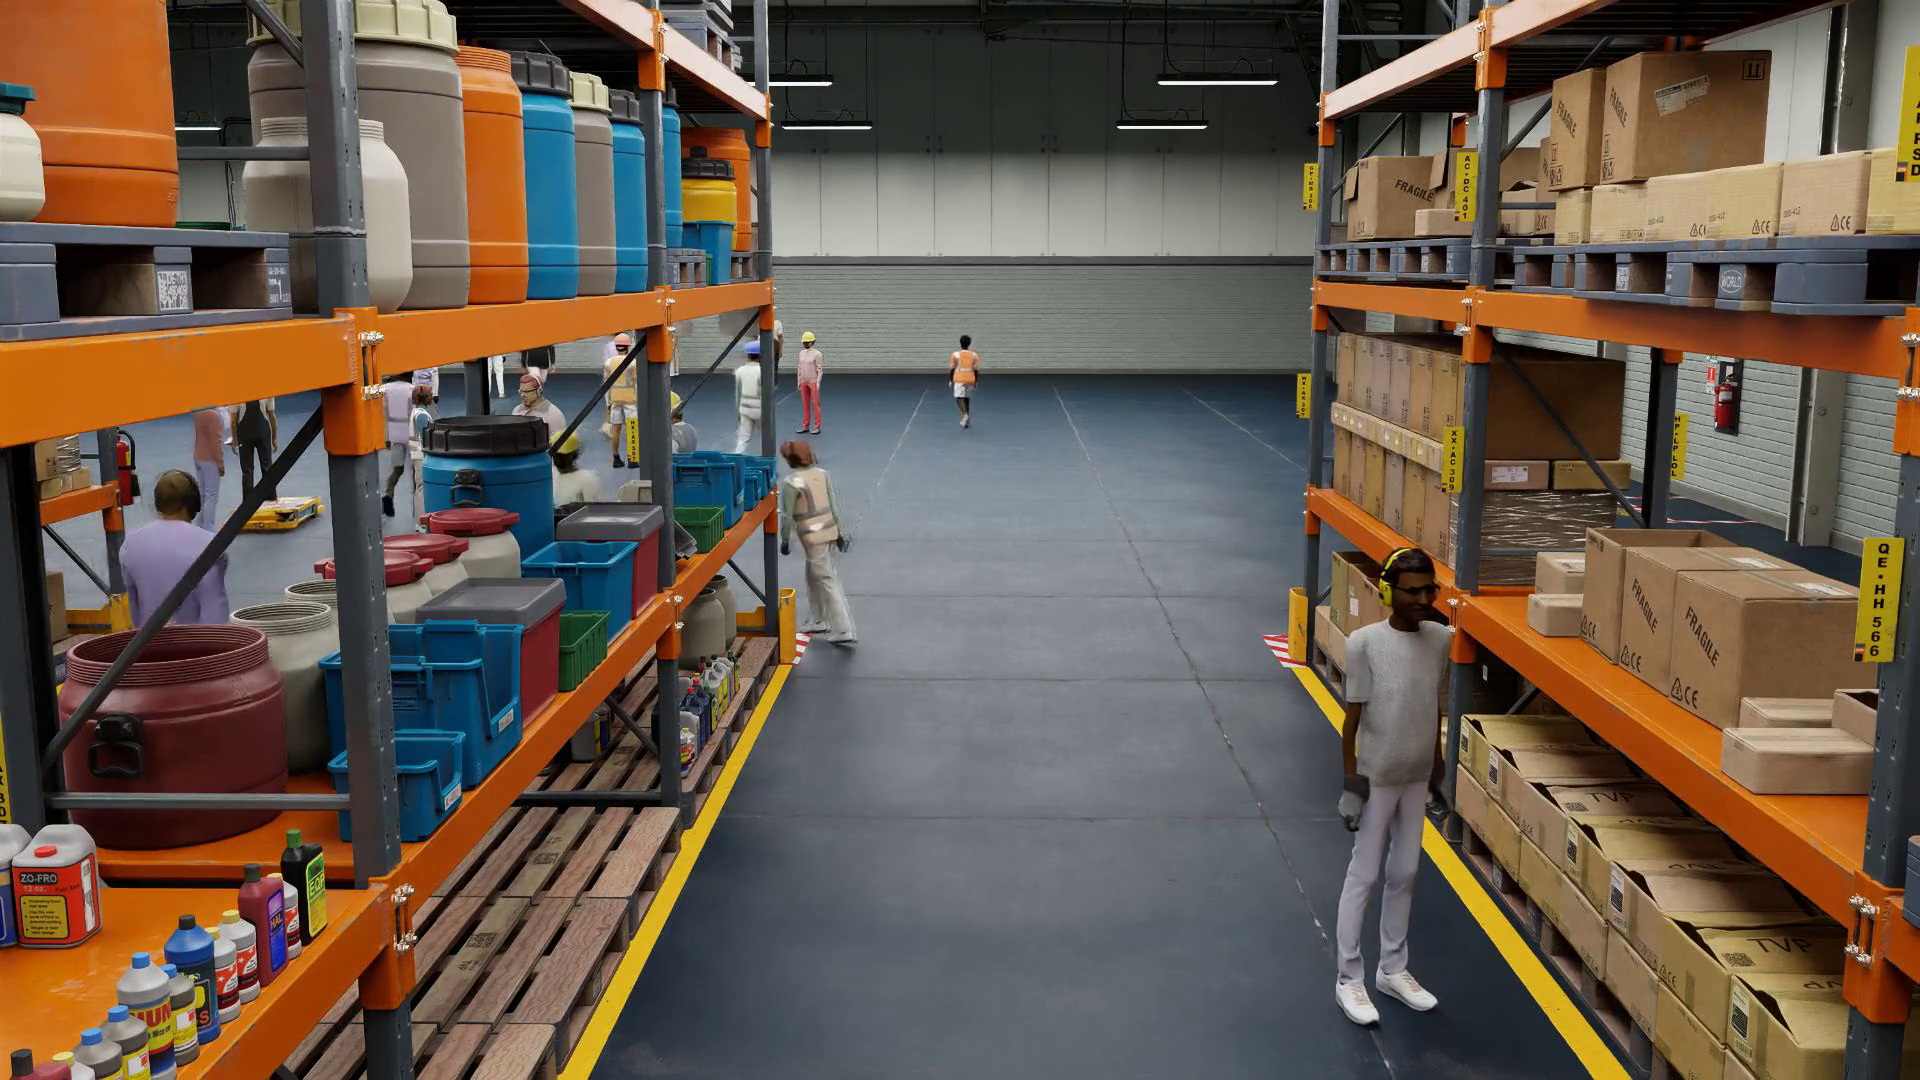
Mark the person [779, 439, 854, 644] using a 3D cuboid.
[{"bbox_3d":[-1.135,0.018,12.851,0.732,1.593,0.511,5,11,26],"label":"person"}]

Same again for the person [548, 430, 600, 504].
[{"bbox_3d":[-2.998,0.005,12.602,0.629,1.700,0.919,5,11,28],"label":"person"}]

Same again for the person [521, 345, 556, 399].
[{"bbox_3d":[-8.108,-3.369,32.109,0.608,1.930,1.035,-6,11,-31],"label":"person"}]

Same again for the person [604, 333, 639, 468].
[{"bbox_3d":[-4.852,-2.012,24.008,0.550,1.934,0.378,3,10,16],"label":"person"}]

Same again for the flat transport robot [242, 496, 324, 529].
[{"bbox_3d":[-7.788,-0.327,19.020,0.652,0.197,1.431,-1,10,-7],"label":"flat transport robot"}]

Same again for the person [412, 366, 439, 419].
[{"bbox_3d":[-8.419,-2.352,26.139,0.602,1.914,0.420,8,12,39],"label":"person"}]

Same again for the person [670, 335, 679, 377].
[{"bbox_3d":[-7.479,-5.058,43.140,0.306,1.640,0.522,3,10,20],"label":"person"}]

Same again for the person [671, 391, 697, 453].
[{"bbox_3d":[-2.542,-0.416,14.791,0.403,1.823,0.588,2,10,9],"label":"person"}]

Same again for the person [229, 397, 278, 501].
[{"bbox_3d":[-8.135,-1.156,19.159,0.508,1.846,0.345,-5,11,-30],"label":"person"}]

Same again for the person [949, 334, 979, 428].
[{"bbox_3d":[0.101,-2.827,29.670,0.528,1.673,0.745,-4,10,-22],"label":"person"}]

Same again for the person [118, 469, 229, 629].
[{"bbox_3d":[-4.030,0.571,8.712,0.639,1.879,1.027,2,10,11],"label":"person"}]

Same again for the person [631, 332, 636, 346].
[{"bbox_3d":[-6.653,-3.803,35.110,0.778,1.823,0.630,-7,12,-36],"label":"person"}]

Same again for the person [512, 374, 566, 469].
[{"bbox_3d":[-4.041,-0.622,15.785,0.641,1.905,0.410,5,11,28],"label":"person"}]

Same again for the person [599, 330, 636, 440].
[{"bbox_3d":[-5.718,-2.696,27.945,0.607,2.004,1.030,8,12,38],"label":"person"}]

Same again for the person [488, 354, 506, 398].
[{"bbox_3d":[-10.267,-4.040,36.463,0.621,1.838,0.429,-3,10,-17],"label":"person"}]

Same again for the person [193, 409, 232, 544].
[{"bbox_3d":[-7.867,-0.832,17.499,0.376,1.754,0.540,-9,13,-43],"label":"person"}]

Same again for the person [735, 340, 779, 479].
[{"bbox_3d":[-2.798,-1.740,22.469,0.615,1.910,0.956,5,11,26],"label":"person"}]

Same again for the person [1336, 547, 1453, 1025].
[{"bbox_3d":[1.714,0.945,6.509,0.516,1.866,0.325,-4,10,-24],"label":"person"}]

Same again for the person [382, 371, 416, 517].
[{"bbox_3d":[-6.415,-1.192,19.167,0.560,1.916,0.716,2,10,9],"label":"person"}]

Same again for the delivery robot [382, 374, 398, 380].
[{"bbox_3d":[-13.704,-4.055,40.220,0.707,0.478,0.477,5,11,27],"label":"delivery robot"}]

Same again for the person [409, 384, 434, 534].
[{"bbox_3d":[-5.833,-0.879,18.110,0.307,1.639,0.525,-4,10,-24],"label":"person"}]

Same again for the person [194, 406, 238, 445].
[{"bbox_3d":[-12.149,-2.490,27.121,0.995,1.863,0.679,2,10,14],"label":"person"}]

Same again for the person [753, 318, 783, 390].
[{"bbox_3d":[-4.433,-4.446,38.405,0.694,2.000,0.788,0,9,2],"label":"person"}]

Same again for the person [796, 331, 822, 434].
[{"bbox_3d":[-2.607,-2.721,28.774,0.523,1.767,0.313,7,12,35],"label":"person"}]
